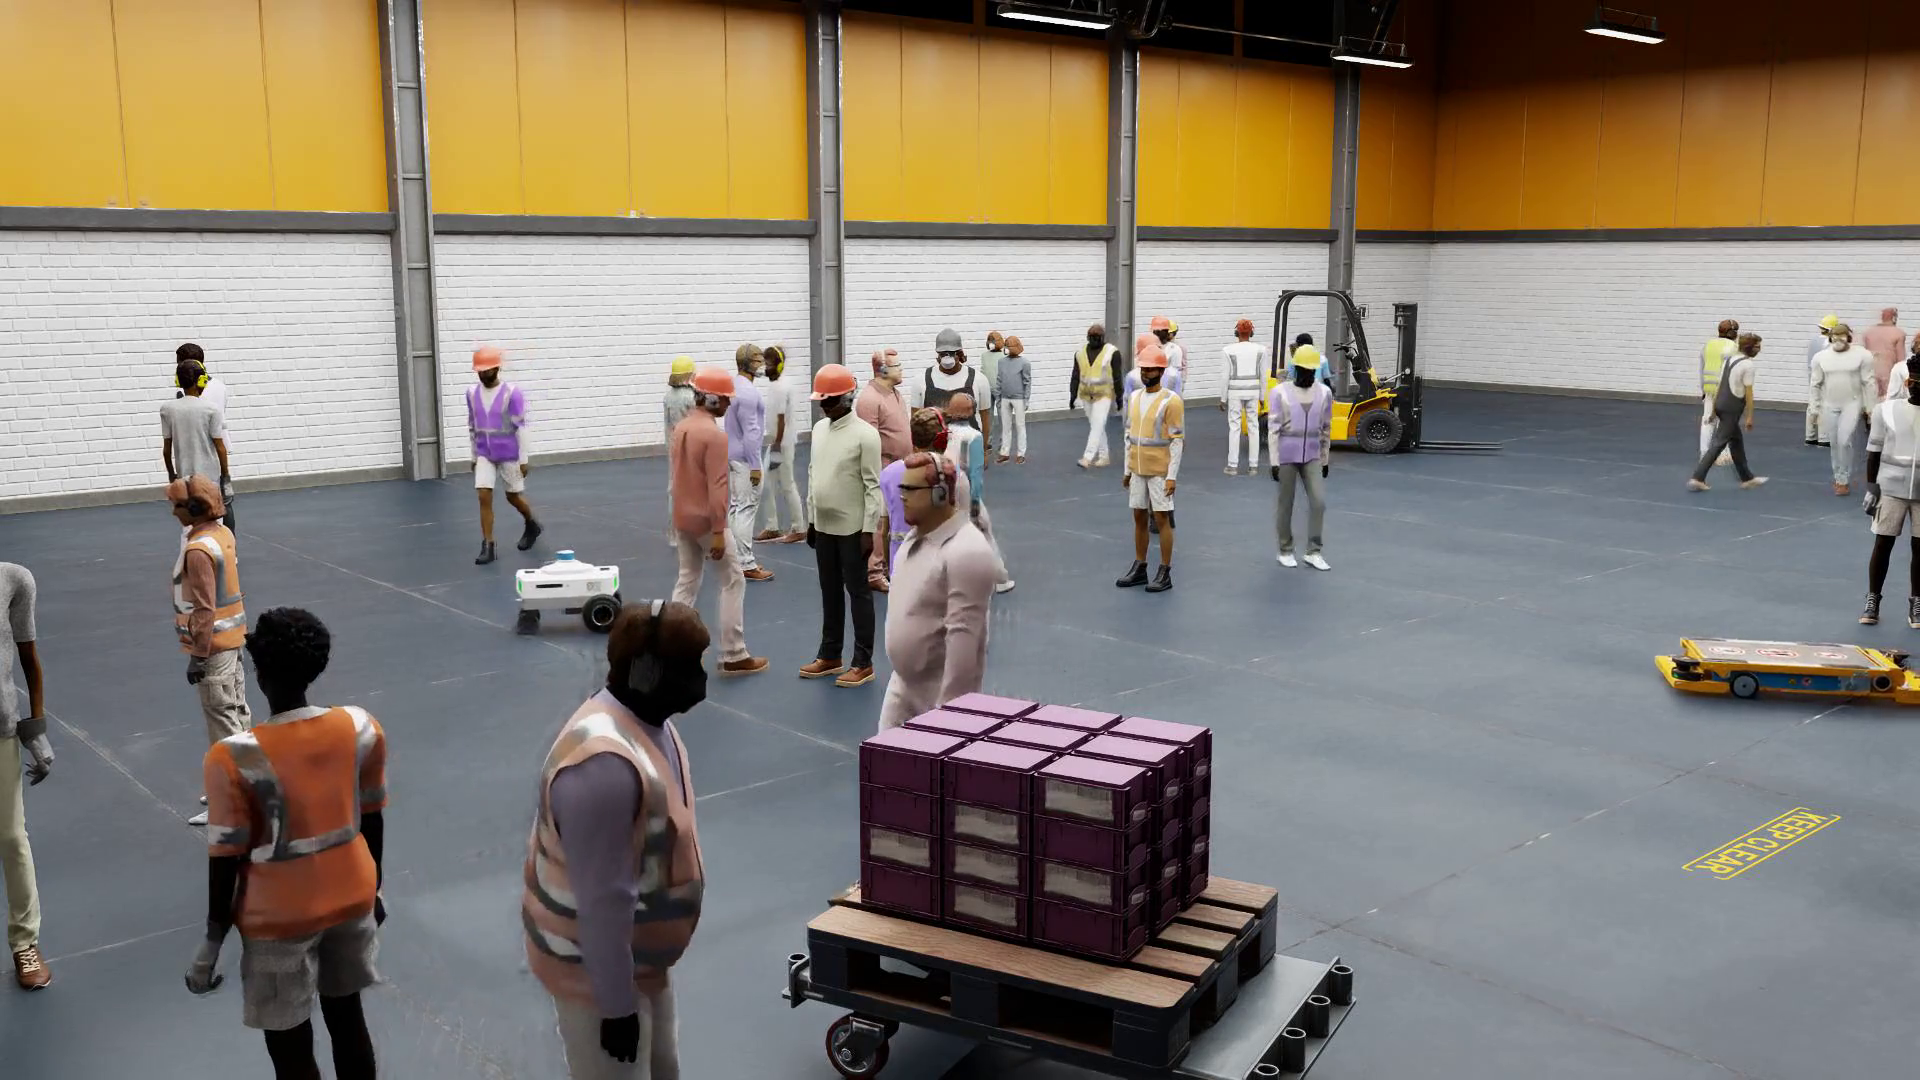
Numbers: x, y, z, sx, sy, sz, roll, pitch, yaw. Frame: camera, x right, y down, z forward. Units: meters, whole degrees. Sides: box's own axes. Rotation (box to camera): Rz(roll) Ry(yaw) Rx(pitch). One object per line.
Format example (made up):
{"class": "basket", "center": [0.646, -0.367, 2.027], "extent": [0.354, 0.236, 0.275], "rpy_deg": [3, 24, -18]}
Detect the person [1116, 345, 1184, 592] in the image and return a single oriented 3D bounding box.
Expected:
{"class": "person", "center": [1.496, -0.562, 13.119], "extent": [0.345, 1.942, 0.551], "rpy_deg": [-9, 13, -42]}

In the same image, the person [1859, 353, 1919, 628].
{"class": "person", "center": [6.761, -0.351, 11.821], "extent": [0.608, 1.962, 0.374], "rpy_deg": [5, 11, 28]}

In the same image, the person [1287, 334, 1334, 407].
{"class": "person", "center": [4.445, -1.814, 21.286], "extent": [0.588, 1.640, 0.838], "rpy_deg": [-2, 10, -9]}

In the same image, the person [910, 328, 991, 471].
{"class": "person", "center": [-0.085, -0.774, 14.070], "extent": [0.690, 2.000, 0.538], "rpy_deg": [0, 10, 1]}

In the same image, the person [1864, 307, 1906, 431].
{"class": "person", "center": [13.791, -2.540, 24.880], "extent": [0.737, 1.886, 0.650], "rpy_deg": [-5, 11, -26]}

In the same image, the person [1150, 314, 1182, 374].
{"class": "person", "center": [2.403, -1.754, 20.100], "extent": [0.543, 1.941, 0.352], "rpy_deg": [6, 12, 32]}

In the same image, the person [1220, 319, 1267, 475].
{"class": "person", "center": [3.419, -1.722, 20.096], "extent": [0.574, 1.880, 0.356], "rpy_deg": [-1, 10, -6]}

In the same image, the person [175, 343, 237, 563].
{"class": "person", "center": [-6.369, -0.701, 14.034], "extent": [0.397, 1.911, 0.587], "rpy_deg": [1, 10, 8]}

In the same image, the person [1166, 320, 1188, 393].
{"class": "person", "center": [2.913, -2.179, 23.130], "extent": [0.527, 1.757, 0.342], "rpy_deg": [9, 13, 44]}

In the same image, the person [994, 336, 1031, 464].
{"class": "person", "center": [0.670, -1.780, 21.148], "extent": [0.498, 1.633, 0.282], "rpy_deg": [6, 12, 33]}

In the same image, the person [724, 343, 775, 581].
{"class": "person", "center": [-1.743, -0.634, 13.553], "extent": [0.352, 1.936, 0.633], "rpy_deg": [-3, 10, -19]}

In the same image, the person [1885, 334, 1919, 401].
{"class": "person", "center": [10.038, -1.251, 17.465], "extent": [0.606, 1.828, 0.996], "rpy_deg": [6, 11, 29]}

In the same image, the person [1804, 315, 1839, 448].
{"class": "person", "center": [11.912, -2.179, 22.900], "extent": [0.403, 1.835, 0.588], "rpy_deg": [-1, 10, -8]}

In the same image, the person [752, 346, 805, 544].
{"class": "person", "center": [-1.663, -0.847, 15.116], "extent": [0.601, 1.830, 0.551], "rpy_deg": [-5, 11, -26]}

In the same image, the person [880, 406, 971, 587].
{"class": "person", "center": [-0.177, 0.212, 8.870], "extent": [0.565, 1.846, 0.390], "rpy_deg": [6, 12, 33]}

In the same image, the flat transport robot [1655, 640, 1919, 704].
{"class": "flat transport robot", "center": [5.055, 0.783, 10.130], "extent": [1.431, 0.197, 0.652], "rpy_deg": [2, 10, 13]}

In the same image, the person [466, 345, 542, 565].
{"class": "person", "center": [-3.990, -0.772, 14.523], "extent": [0.567, 1.894, 0.891], "rpy_deg": [2, 10, 12]}

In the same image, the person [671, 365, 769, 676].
{"class": "person", "center": [-1.617, -0.106, 10.393], "extent": [0.642, 1.961, 0.652], "rpy_deg": [-8, 12, -39]}

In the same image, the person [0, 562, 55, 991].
{"class": "person", "center": [-3.516, 0.704, 5.903], "extent": [0.518, 1.876, 0.326], "rpy_deg": [-5, 11, -27]}

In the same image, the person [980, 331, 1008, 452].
{"class": "person", "center": [0.466, -1.998, 22.423], "extent": [0.497, 1.634, 0.287], "rpy_deg": [7, 12, 34]}

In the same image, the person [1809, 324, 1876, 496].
{"class": "person", "center": [9.681, -1.428, 18.323], "extent": [0.692, 1.894, 0.652], "rpy_deg": [-9, 13, -43]}

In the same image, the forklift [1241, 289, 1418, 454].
{"class": "forklift", "center": [5.034, -2.339, 22.783], "extent": [2.313, 2.155, 1.214], "rpy_deg": [3, 10, 16]}

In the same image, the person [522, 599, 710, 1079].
{"class": "person", "center": [-0.925, 1.039, 4.139], "extent": [0.633, 1.812, 0.639], "rpy_deg": [0, 10, 2]}

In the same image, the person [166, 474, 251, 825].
{"class": "person", "center": [-3.490, 0.503, 7.768], "extent": [0.310, 1.639, 0.514], "rpy_deg": [-2, 10, -13]}

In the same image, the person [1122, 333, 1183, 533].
{"class": "person", "center": [1.845, -1.030, 15.962], "extent": [0.570, 1.900, 0.621], "rpy_deg": [-1, 10, -5]}

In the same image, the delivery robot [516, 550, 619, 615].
{"class": "delivery robot", "center": [-2.772, 0.317, 11.751], "extent": [0.707, 0.478, 0.477], "rpy_deg": [-2, 10, -12]}

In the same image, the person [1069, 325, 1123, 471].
{"class": "person", "center": [1.645, -1.757, 20.548], "extent": [0.664, 1.783, 0.913], "rpy_deg": [6, 11, 32]}

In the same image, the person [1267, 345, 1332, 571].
{"class": "person", "center": [2.872, -0.680, 13.940], "extent": [0.612, 1.896, 0.726], "rpy_deg": [-2, 10, -10]}

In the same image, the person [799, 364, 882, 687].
{"class": "person", "center": [-0.741, -0.078, 10.246], "extent": [0.611, 1.957, 0.393], "rpy_deg": [9, 13, 44]}

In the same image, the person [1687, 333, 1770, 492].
{"class": "person", "center": [8.617, -1.421, 18.614], "extent": [0.993, 1.789, 0.560], "rpy_deg": [-1, 10, -3]}

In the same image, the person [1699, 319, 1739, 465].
{"class": "person", "center": [9.662, -1.871, 21.074], "extent": [0.429, 1.842, 0.630], "rpy_deg": [-3, 10, -19]}

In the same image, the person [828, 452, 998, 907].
{"class": "person", "center": [-0.038, 0.565, 6.741], "extent": [0.931, 1.870, 0.640], "rpy_deg": [-6, 11, -30]}

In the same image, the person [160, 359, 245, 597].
{"class": "person", "center": [-5.773, -0.442, 12.648], "extent": [0.508, 1.864, 0.329], "rpy_deg": [1, 10, 4]}

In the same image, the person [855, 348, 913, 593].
{"class": "person", "center": [-0.572, -0.550, 13.154], "extent": [0.408, 1.908, 0.643], "rpy_deg": [3, 10, 17]}

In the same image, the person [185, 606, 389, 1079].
{"class": "person", "center": [-1.852, 1.023, 4.598], "extent": [0.413, 1.689, 0.572], "rpy_deg": [6, 11, 31]}

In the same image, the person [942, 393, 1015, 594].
{"class": "person", "center": [0.047, -0.346, 12.912], "extent": [0.800, 1.588, 0.528], "rpy_deg": [-8, 13, -40]}

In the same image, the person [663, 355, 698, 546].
{"class": "person", "center": [-2.473, -0.793, 15.045], "extent": [0.486, 1.746, 0.290], "rpy_deg": [8, 13, 39]}
